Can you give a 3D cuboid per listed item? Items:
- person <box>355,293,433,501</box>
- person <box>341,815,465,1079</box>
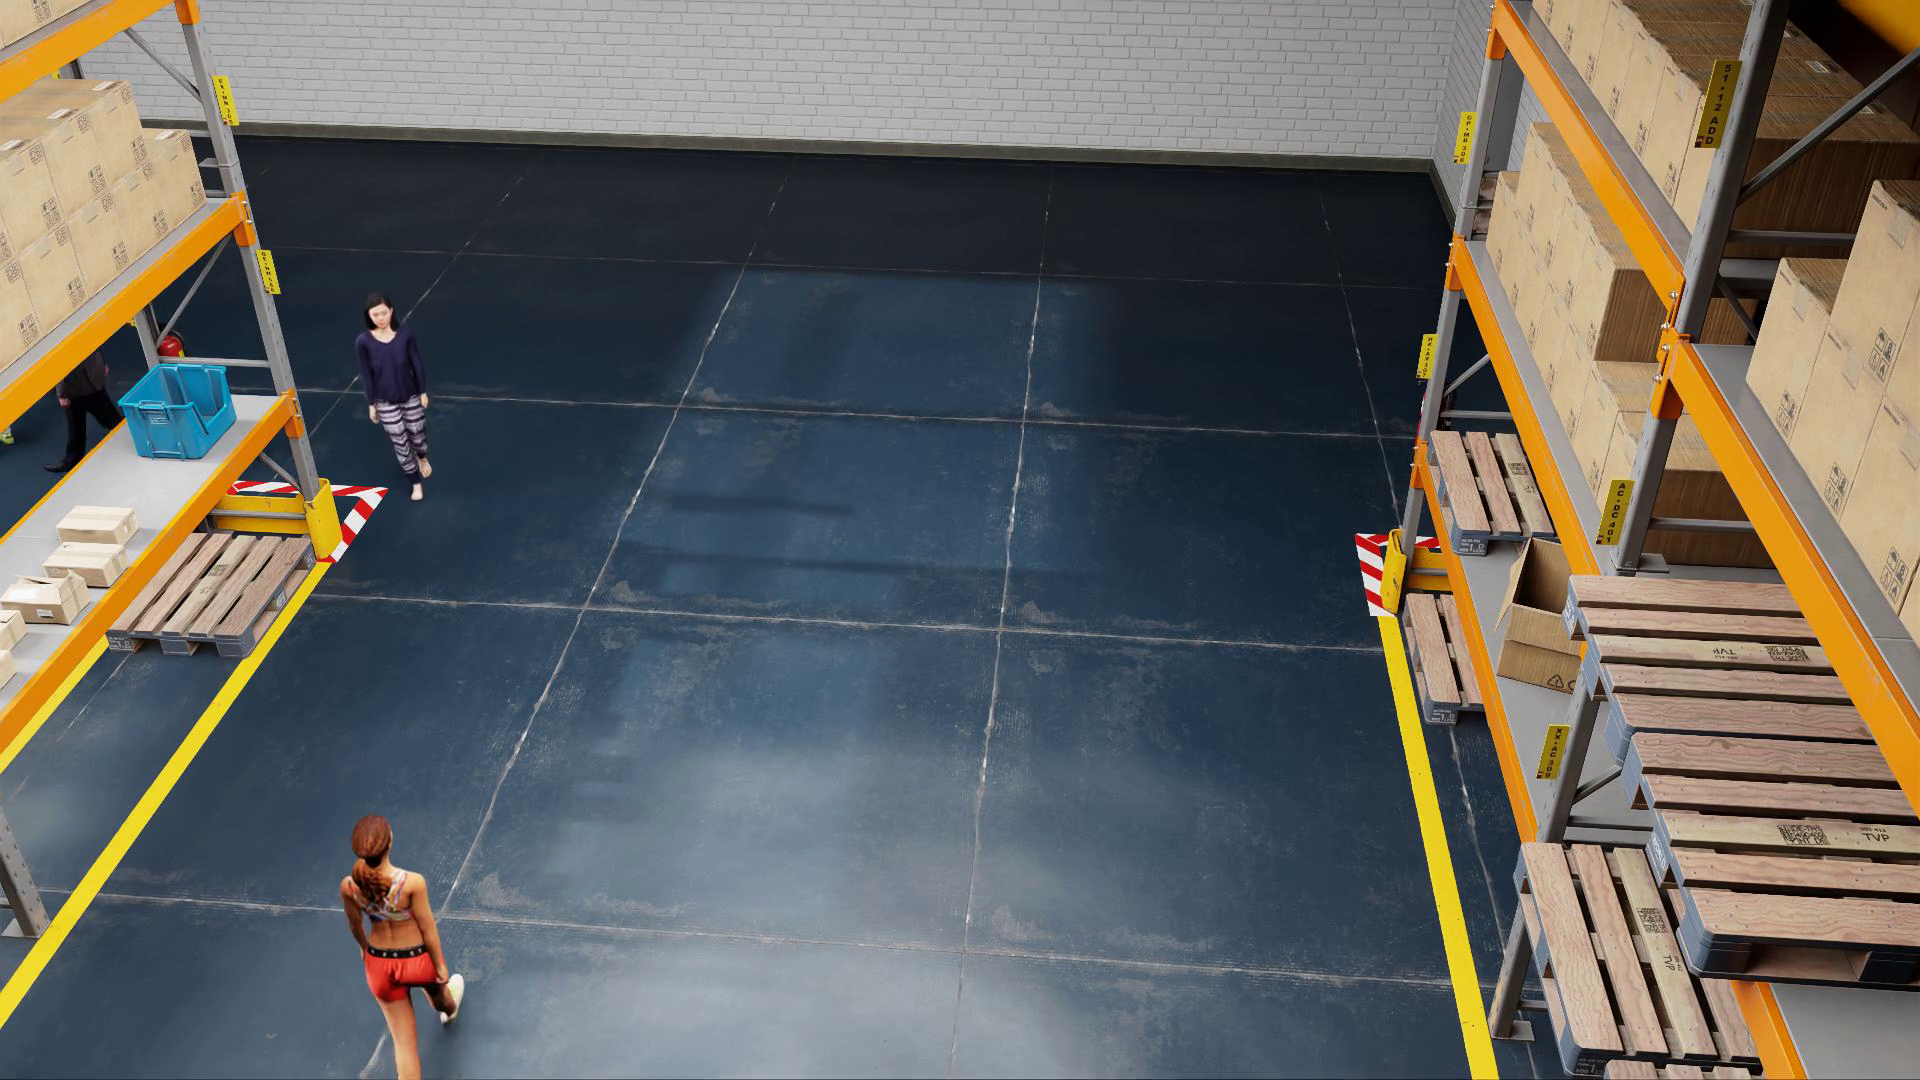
[{"bbox_3d":[-4.363,-1.146,12.871,0.736,1.725,0.801,-10,35,-15],"label":"person"},{"bbox_3d":[-2.683,2.107,7.958,0.723,1.746,1.189,-2,34,-3],"label":"person"}]
